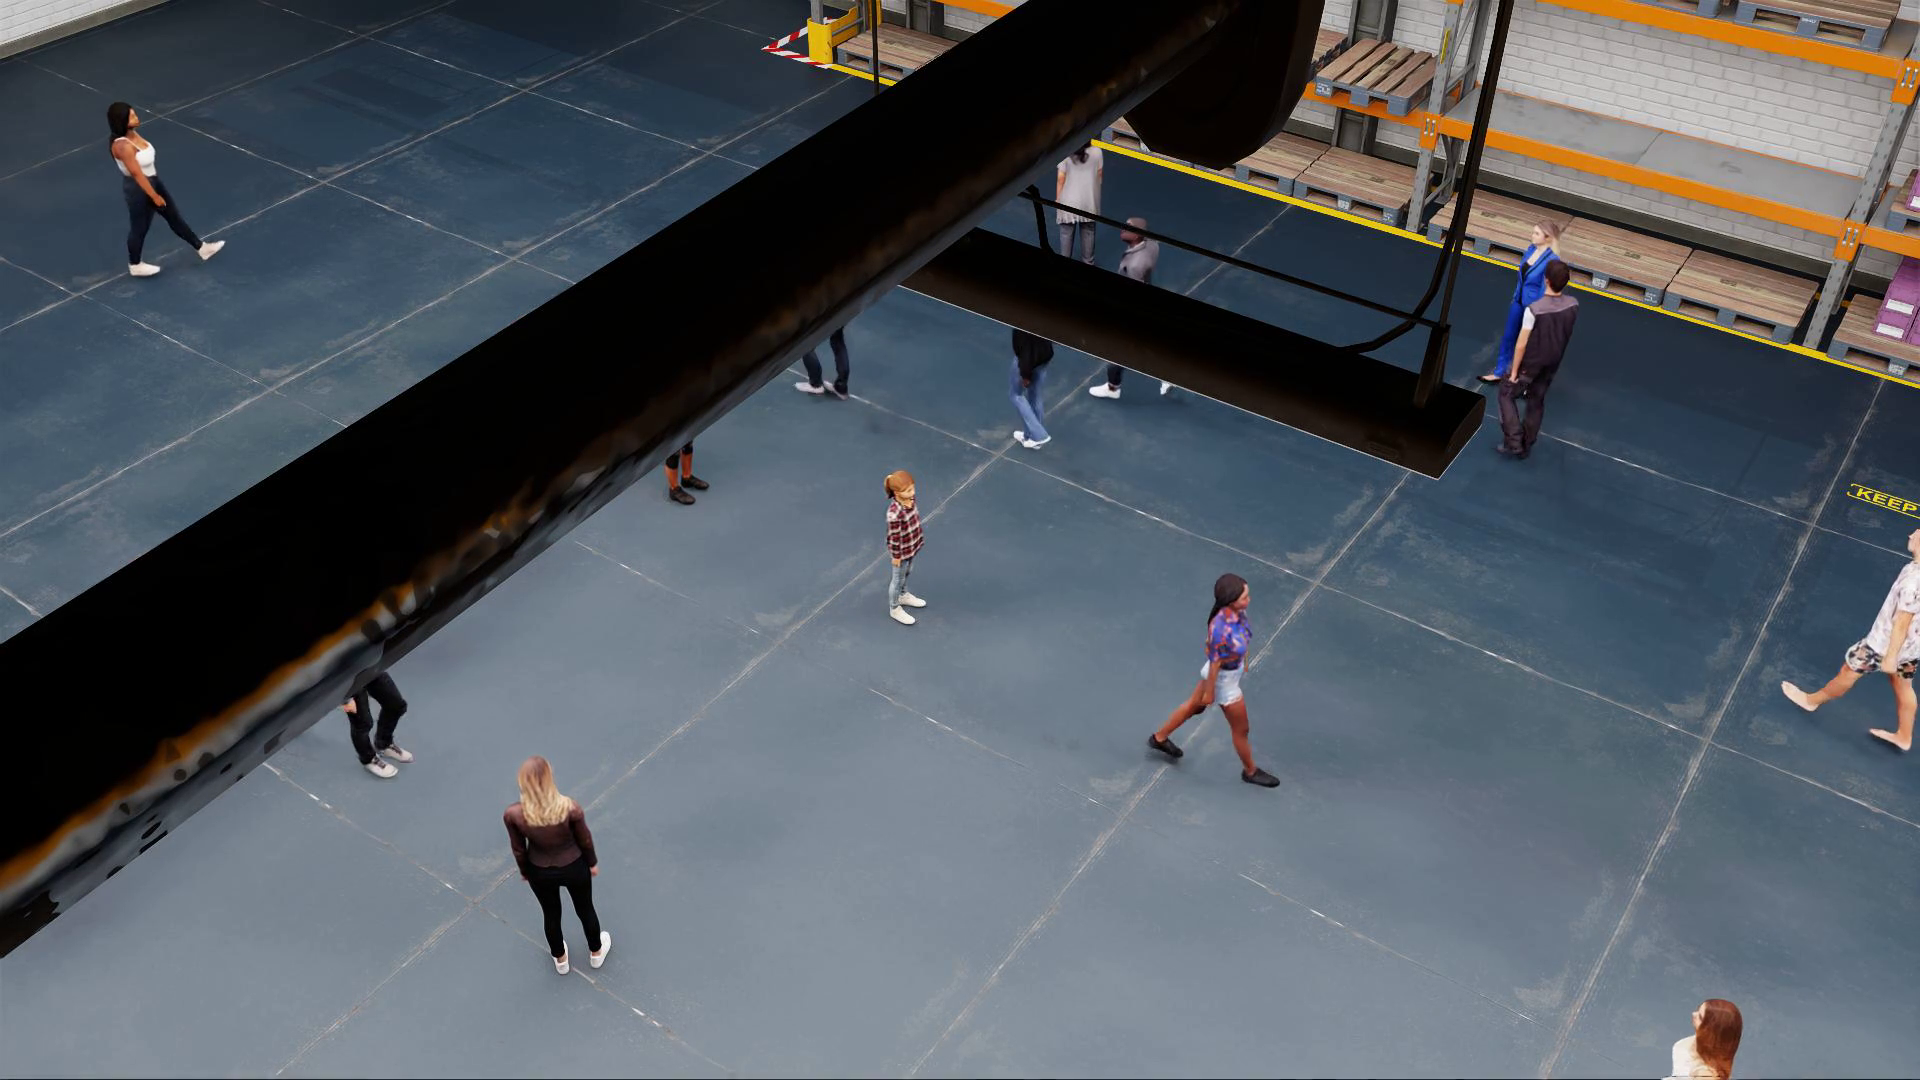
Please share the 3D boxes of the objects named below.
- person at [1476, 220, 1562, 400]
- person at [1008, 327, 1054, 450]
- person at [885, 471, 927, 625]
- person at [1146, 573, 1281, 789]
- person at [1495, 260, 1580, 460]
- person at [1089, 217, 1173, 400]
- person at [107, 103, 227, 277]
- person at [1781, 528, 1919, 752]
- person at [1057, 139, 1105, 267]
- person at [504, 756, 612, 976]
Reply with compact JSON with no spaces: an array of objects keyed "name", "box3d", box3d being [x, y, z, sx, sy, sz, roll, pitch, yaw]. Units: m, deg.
[{"name":"person","box3d":[5.090,-2.033,14.625,0.864,1.690,0.808,-15,41,-18]},{"name":"person","box3d":[0.671,-1.477,13.890,0.702,1.738,0.647,31,48,33]},{"name":"person","box3d":[-0.426,0.022,12.360,0.564,1.305,0.576,14,41,17]},{"name":"person","box3d":[1.632,0.906,10.940,1.227,1.695,0.813,13,40,16]},{"name":"person","box3d":[4.815,-1.419,13.736,0.814,1.839,0.872,-7,39,-9]},{"name":"person","box3d":[1.575,-1.978,14.470,1.076,1.797,0.870,12,40,15]},{"name":"person","box3d":[-8.084,-3.376,16.246,1.197,1.764,1.149,-7,39,-9]},{"name":"person","box3d":[6.365,0.703,11.133,0.879,1.771,1.190,-28,46,-30]},{"name":"person","box3d":[1.166,-3.385,16.380,0.769,1.611,0.827,-8,39,-9]},{"name":"person","box3d":[-2.341,1.911,9.674,0.658,1.706,0.727,-5,39,-6]}]
